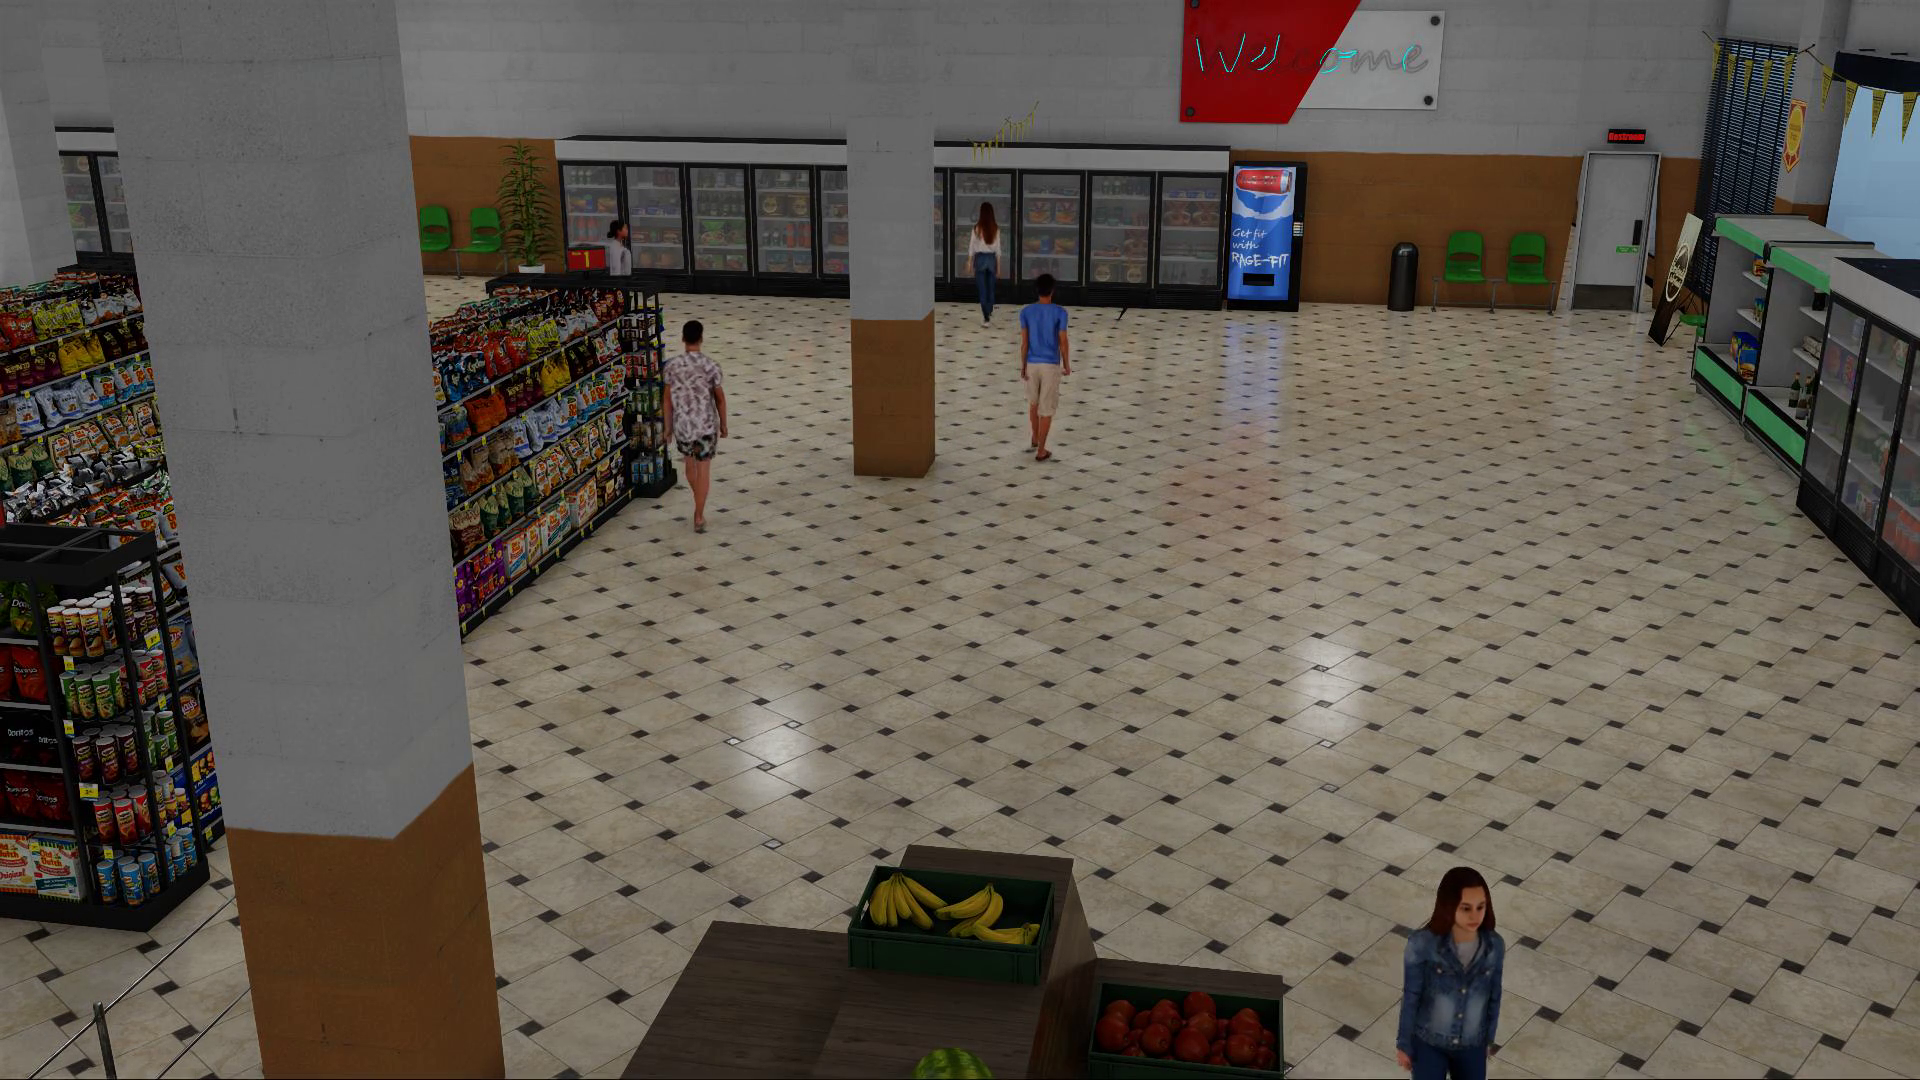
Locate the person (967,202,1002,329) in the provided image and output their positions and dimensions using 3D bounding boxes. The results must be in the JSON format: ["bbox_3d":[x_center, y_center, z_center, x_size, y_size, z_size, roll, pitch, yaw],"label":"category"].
[{"bbox_3d":[0.379,-3.796,23.074,0.778,1.712,0.897,-6,20,-17],"label":"person"}]

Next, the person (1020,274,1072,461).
[{"bbox_3d":[0.820,-1.713,16.698,0.757,1.839,0.967,8,20,22],"label":"person"}]

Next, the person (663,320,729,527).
[{"bbox_3d":[-2.338,-0.990,14.651,0.801,1.777,1.154,1,19,2],"label":"person"}]

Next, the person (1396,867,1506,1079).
[{"bbox_3d":[1.882,1.915,6.521,0.627,1.466,0.677,-1,19,-2],"label":"person"}]
